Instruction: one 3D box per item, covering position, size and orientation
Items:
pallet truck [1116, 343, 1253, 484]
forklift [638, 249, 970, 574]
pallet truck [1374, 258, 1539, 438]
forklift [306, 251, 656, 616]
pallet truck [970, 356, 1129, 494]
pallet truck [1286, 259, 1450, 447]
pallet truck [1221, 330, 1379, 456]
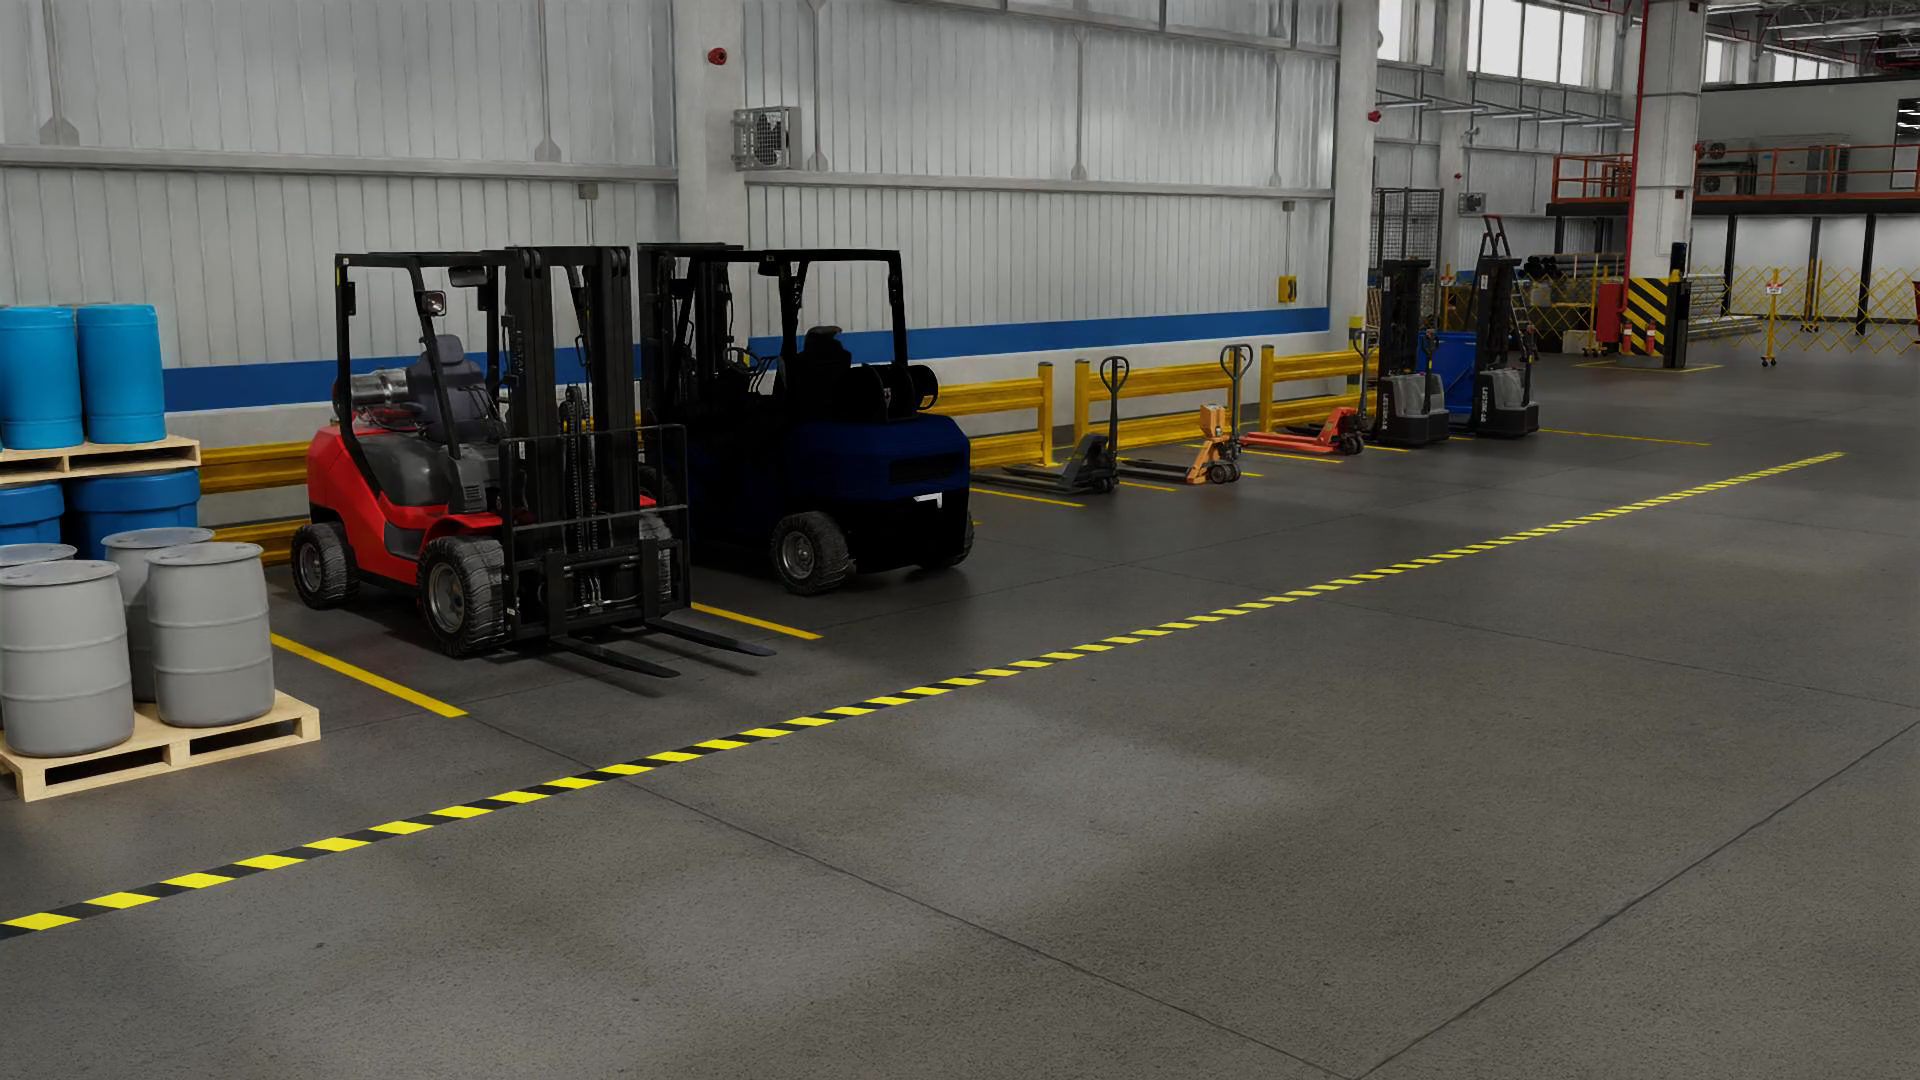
[{"bbox_3d":[1.962,-1.215,15.415,1.522,1.261,0.704,10,14,43],"label":"pallet truck"},{"bbox_3d":[-1.173,-0.958,11.239,2.680,1.987,1.157,10,14,43],"label":"forklift"},{"bbox_3d":[5.704,-2.208,18.901,1.885,1.965,0.823,10,14,43],"label":"pallet truck"},{"bbox_3d":[-2.833,-0.669,9.694,1.157,1.987,2.680,-10,14,-44],"label":"forklift"},{"bbox_3d":[0.784,-1.085,14.876,0.680,1.201,1.601,-10,14,-44],"label":"pallet truck"},{"bbox_3d":[4.493,-2.078,18.196,0.823,1.965,1.885,-9,14,-40],"label":"pallet truck"},{"bbox_3d":[3.563,-1.581,17.381,0.653,1.274,1.630,-10,14,-44],"label":"pallet truck"}]
